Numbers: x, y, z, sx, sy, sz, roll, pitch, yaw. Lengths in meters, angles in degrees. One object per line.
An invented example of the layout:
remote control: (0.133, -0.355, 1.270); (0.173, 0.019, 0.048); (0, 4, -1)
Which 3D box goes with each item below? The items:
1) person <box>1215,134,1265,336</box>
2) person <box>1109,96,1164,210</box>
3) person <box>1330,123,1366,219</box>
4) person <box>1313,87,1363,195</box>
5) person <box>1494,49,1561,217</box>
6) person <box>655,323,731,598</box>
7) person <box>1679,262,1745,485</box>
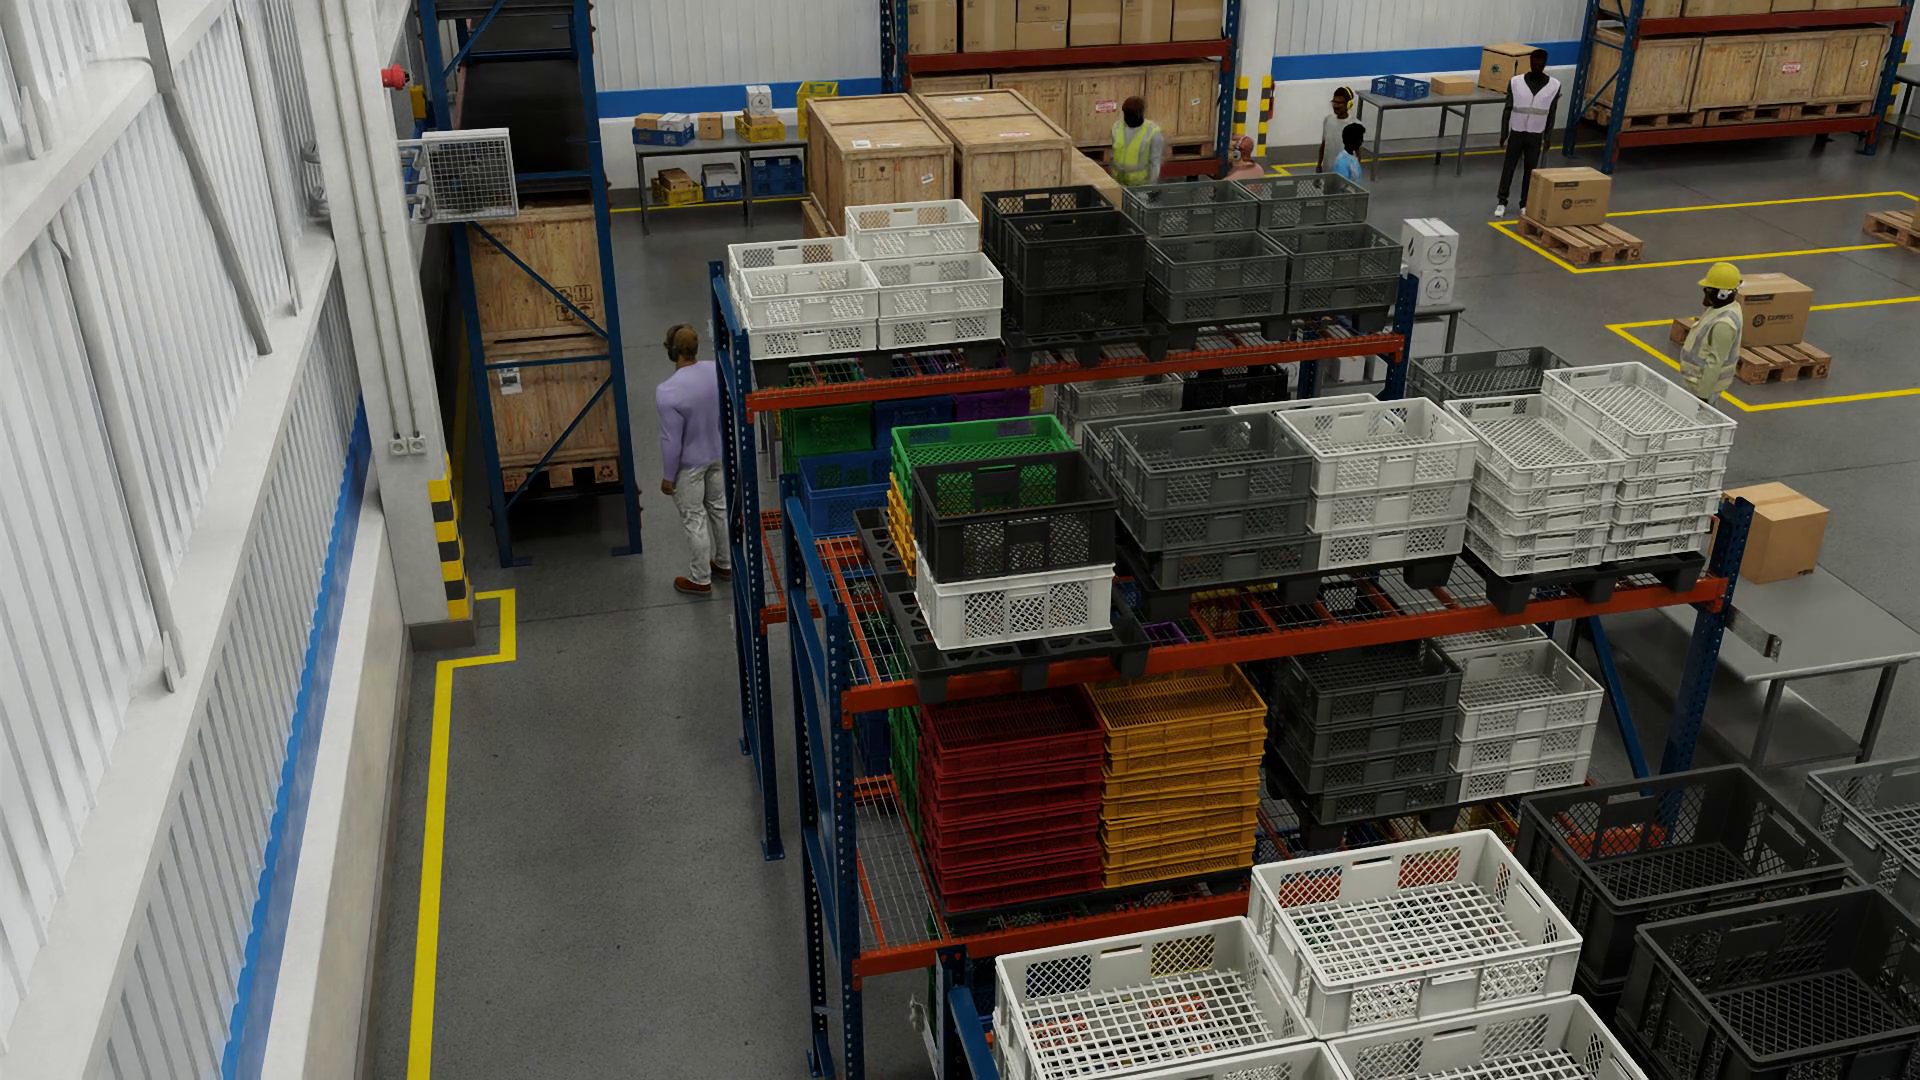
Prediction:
person: (2.588, -2.892, 15.760); (0.409, 1.912, 0.644); (16, 32, 28)
person: (1.747, -3.683, 17.351); (0.651, 1.821, 0.693); (18, 33, 30)
person: (3.905, -3.410, 16.972); (0.320, 1.692, 0.531); (10, 29, 18)
person: (3.984, -3.864, 17.648); (0.314, 1.867, 0.536); (-24, 36, -38)
person: (6.522, -4.682, 19.146); (0.591, 1.919, 0.388); (5, 28, 10)
person: (-1.794, -0.540, 11.266); (0.354, 1.937, 0.635); (17, 32, 29)
person: (5.692, -1.240, 12.717); (0.403, 1.823, 0.590); (11, 30, 20)
